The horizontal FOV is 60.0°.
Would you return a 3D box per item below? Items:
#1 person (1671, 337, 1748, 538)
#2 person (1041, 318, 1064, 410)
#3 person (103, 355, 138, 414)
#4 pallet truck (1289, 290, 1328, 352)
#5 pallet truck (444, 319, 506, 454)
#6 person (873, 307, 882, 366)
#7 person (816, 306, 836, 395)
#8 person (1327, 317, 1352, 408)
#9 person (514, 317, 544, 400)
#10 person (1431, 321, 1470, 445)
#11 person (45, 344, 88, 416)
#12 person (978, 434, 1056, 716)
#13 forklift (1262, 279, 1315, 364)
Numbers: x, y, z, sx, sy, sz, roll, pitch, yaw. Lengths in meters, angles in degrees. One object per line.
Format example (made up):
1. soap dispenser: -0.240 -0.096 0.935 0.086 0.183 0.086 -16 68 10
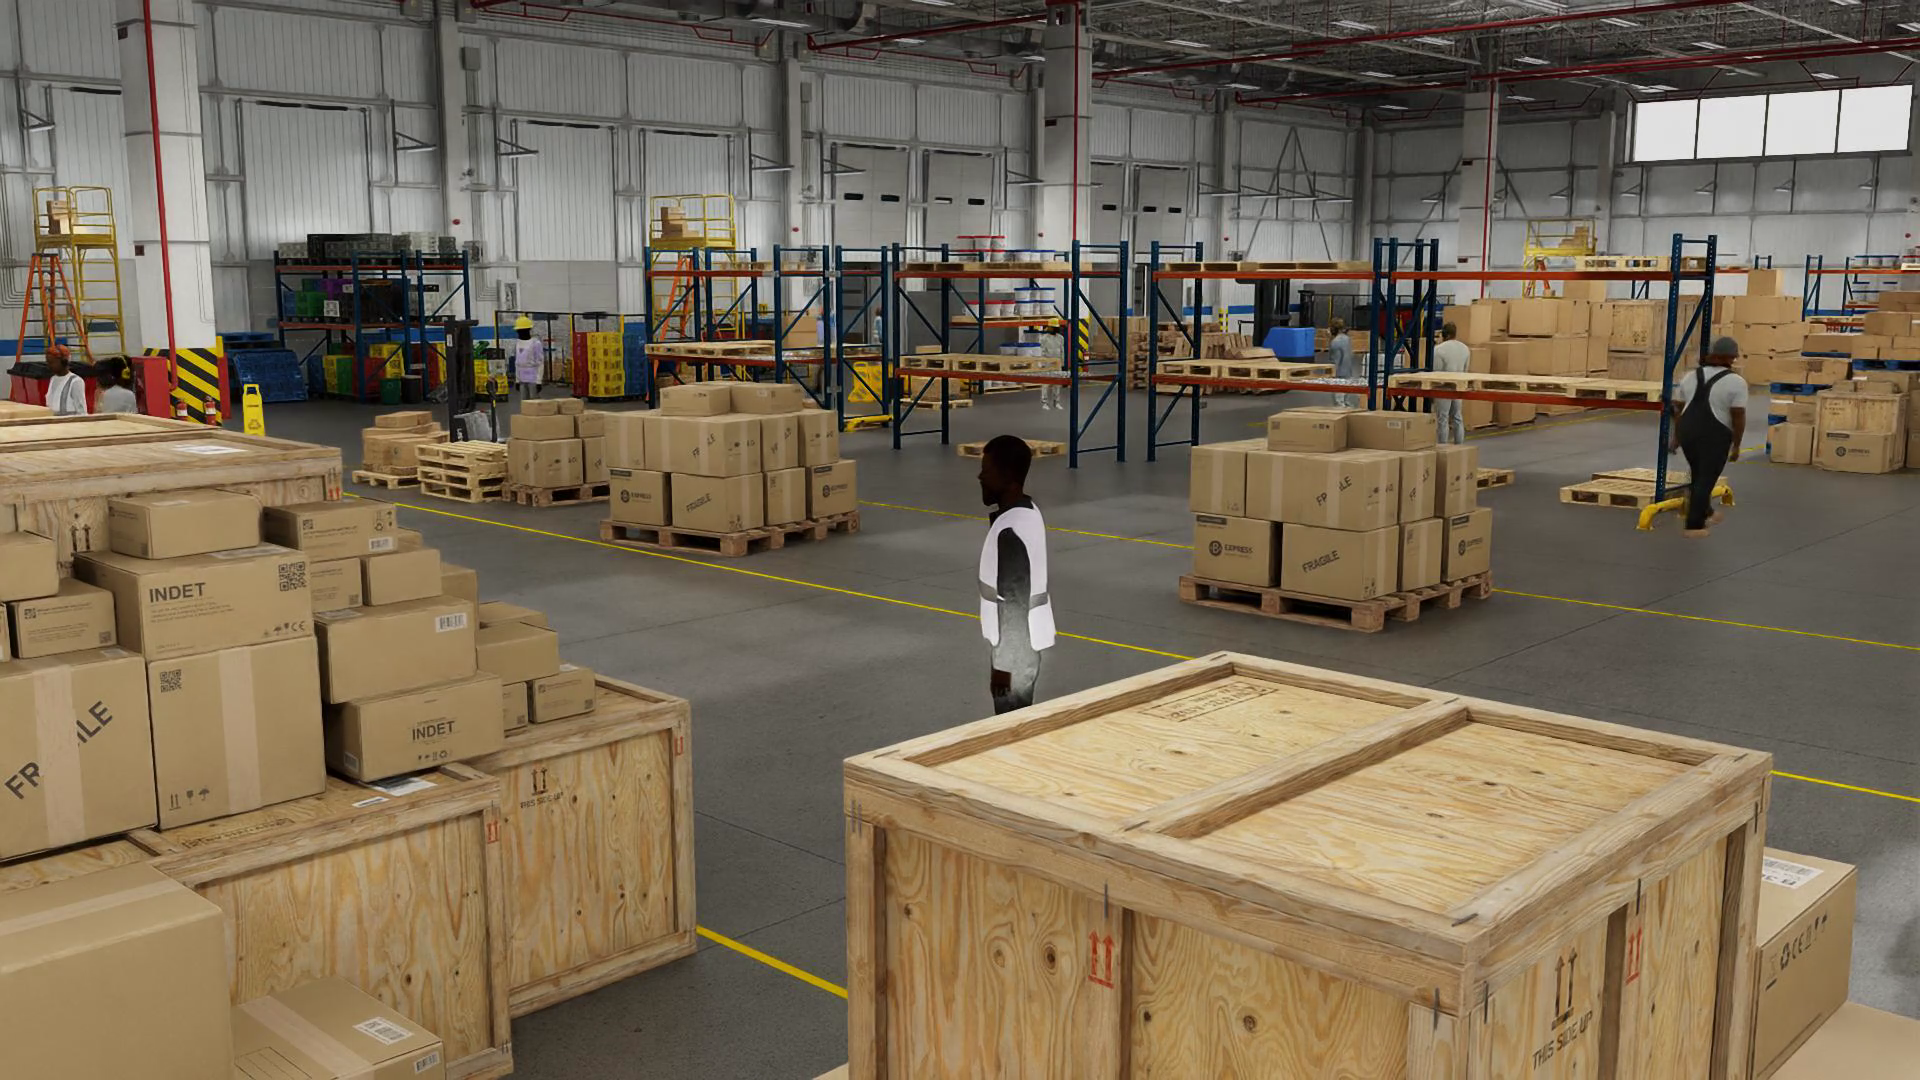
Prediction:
1. person: 7.551 -1.058 16.601 0.992 2.000 0.693 -6 11 -31
2. person: 1.757 -3.319 31.392 0.485 1.739 0.320 -4 10 -23
3. person: -7.941 -0.820 15.734 0.530 1.849 0.634 8 12 39
4. pallet truck: 11.297 -6.951 52.861 1.885 1.965 0.823 -5 11 -29
5. pallet truck: -6.981 -1.942 22.150 1.885 1.965 0.823 1 9 9
6. person: -2.157 -5.384 44.379 0.313 1.633 0.517 -1 9 -4
7. person: -2.816 -3.961 34.772 0.564 1.915 0.454 2 10 13
8. person: 5.811 -2.453 25.538 0.394 1.926 0.642 5 11 29
9. person: -6.675 -2.486 25.720 0.586 1.921 0.383 7 12 37
10. person: 6.804 -2.071 23.167 0.625 1.931 0.378 -5 10 -27
11. person: -9.199 -1.068 17.135 0.572 1.887 0.356 6 11 34
12. person: 0.241 0.480 7.543 0.387 1.919 0.594 1 9 4
13. forklift: 8.555 -6.090 44.881 1.873 2.768 1.129 9 13 43
